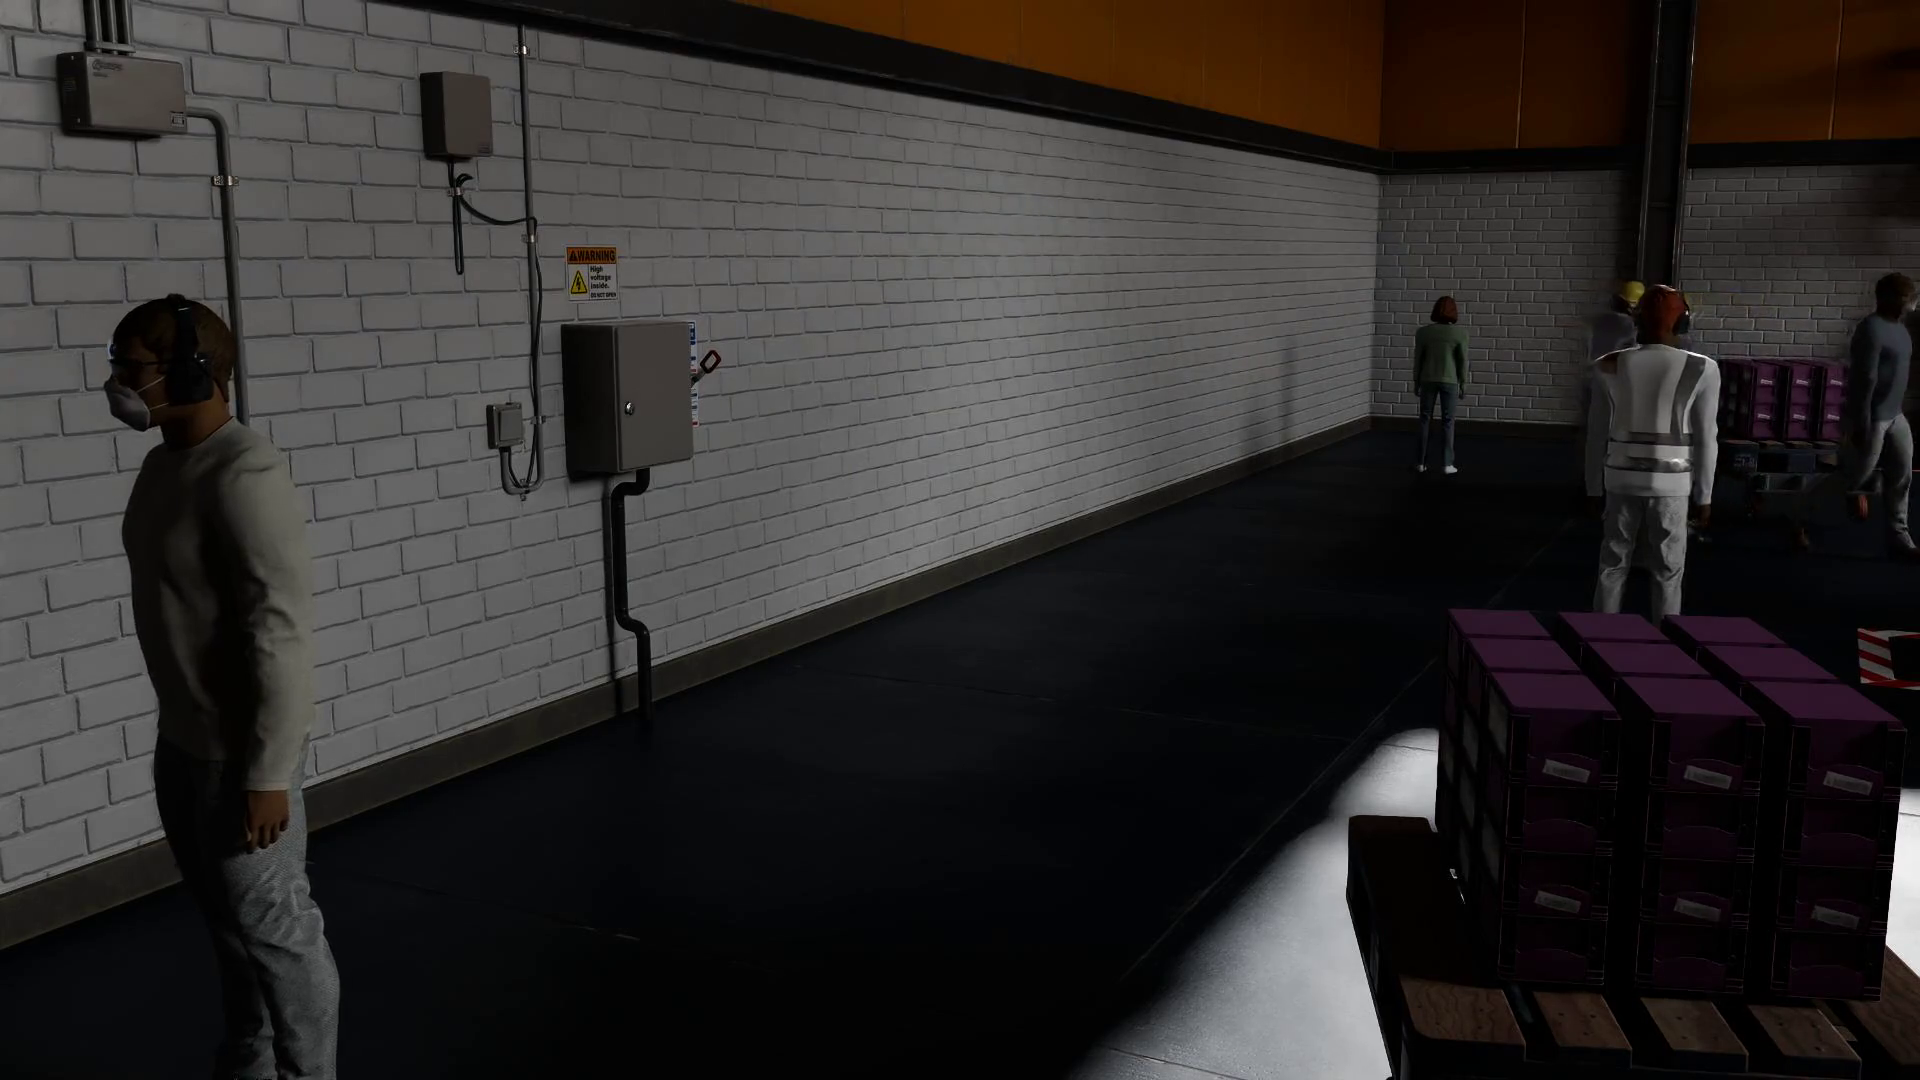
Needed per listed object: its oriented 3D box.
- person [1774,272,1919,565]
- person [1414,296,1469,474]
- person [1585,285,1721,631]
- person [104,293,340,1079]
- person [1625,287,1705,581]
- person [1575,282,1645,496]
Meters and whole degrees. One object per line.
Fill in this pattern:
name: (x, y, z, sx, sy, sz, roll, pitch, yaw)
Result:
person: (5.949, -0.805, 10.948, 0.640, 1.912, 0.925, -9, 13, -41)
person: (4.422, -1.423, 15.312, 0.502, 1.628, 0.277, 6, 11, 31)
person: (3.191, -0.236, 7.719, 0.578, 1.879, 0.348, 7, 12, 36)
person: (-1.588, 0.444, 3.599, 0.362, 1.938, 0.631, -9, 13, -41)
person: (4.299, -0.636, 10.202, 0.495, 1.816, 0.604, 2, 10, 13)
person: (5.513, -1.261, 13.922, 0.890, 1.770, 0.608, -7, 12, -35)
